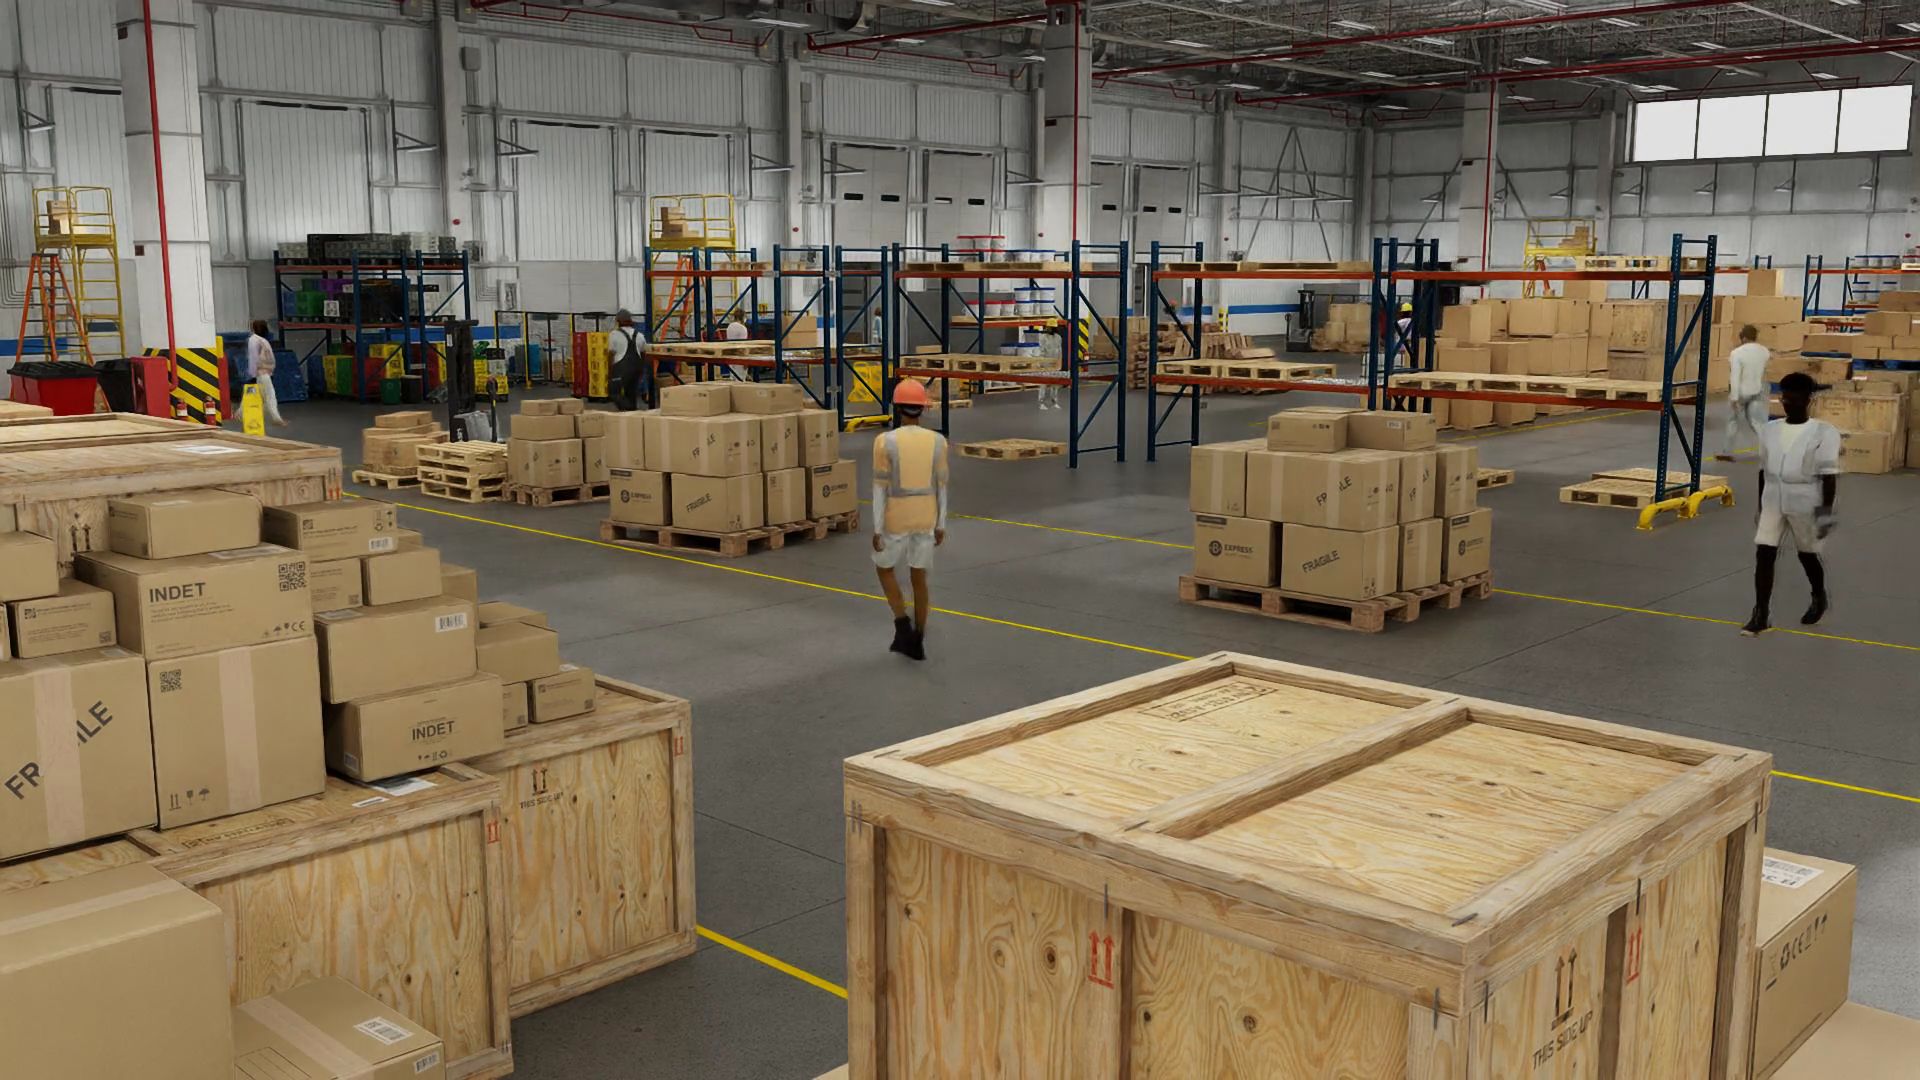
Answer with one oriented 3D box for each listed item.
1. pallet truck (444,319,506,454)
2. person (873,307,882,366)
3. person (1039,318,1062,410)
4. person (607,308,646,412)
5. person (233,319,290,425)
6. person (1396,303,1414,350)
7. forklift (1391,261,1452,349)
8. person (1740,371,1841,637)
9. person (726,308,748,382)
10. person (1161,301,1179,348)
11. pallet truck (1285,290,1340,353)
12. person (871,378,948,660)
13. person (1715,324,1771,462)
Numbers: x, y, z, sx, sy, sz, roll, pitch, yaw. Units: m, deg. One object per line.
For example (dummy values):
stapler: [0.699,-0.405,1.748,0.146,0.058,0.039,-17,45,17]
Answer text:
pallet truck: [-6.981,-1.942,22.150,1.885,1.965,0.823,1,9,9]
person: [-2.178,-5.396,44.466,0.321,1.628,0.524,-1,9,-4]
person: [1.727,-3.327,31.456,0.488,1.736,0.321,-5,11,-28]
person: [-5.496,-2.793,27.238,0.537,2.000,0.705,9,13,44]
person: [-11.915,-2.831,28.183,0.884,1.818,0.628,-2,9,-10]
person: [9.536,-4.097,35.579,0.587,1.927,0.367,-4,10,-25]
forklift: [11.215,-5.199,39.418,1.873,2.768,1.129,9,13,43]
person: [6.111,-0.274,12.146,0.952,1.930,0.616,-7,11,-36]
person: [-4.138,-3.354,31.025,0.370,1.931,0.632,-6,11,-34]
person: [5.294,-5.035,41.537,0.999,1.855,0.555,0,9,-2]
pallet truck: [11.297,-6.951,52.861,1.885,1.965,0.823,-5,11,-29]
person: [-0.353,-0.137,11.318,0.566,1.917,0.411,-4,10,-23]
person: [10.780,-1.980,22.669,0.644,1.911,0.787,-2,9,-12]
